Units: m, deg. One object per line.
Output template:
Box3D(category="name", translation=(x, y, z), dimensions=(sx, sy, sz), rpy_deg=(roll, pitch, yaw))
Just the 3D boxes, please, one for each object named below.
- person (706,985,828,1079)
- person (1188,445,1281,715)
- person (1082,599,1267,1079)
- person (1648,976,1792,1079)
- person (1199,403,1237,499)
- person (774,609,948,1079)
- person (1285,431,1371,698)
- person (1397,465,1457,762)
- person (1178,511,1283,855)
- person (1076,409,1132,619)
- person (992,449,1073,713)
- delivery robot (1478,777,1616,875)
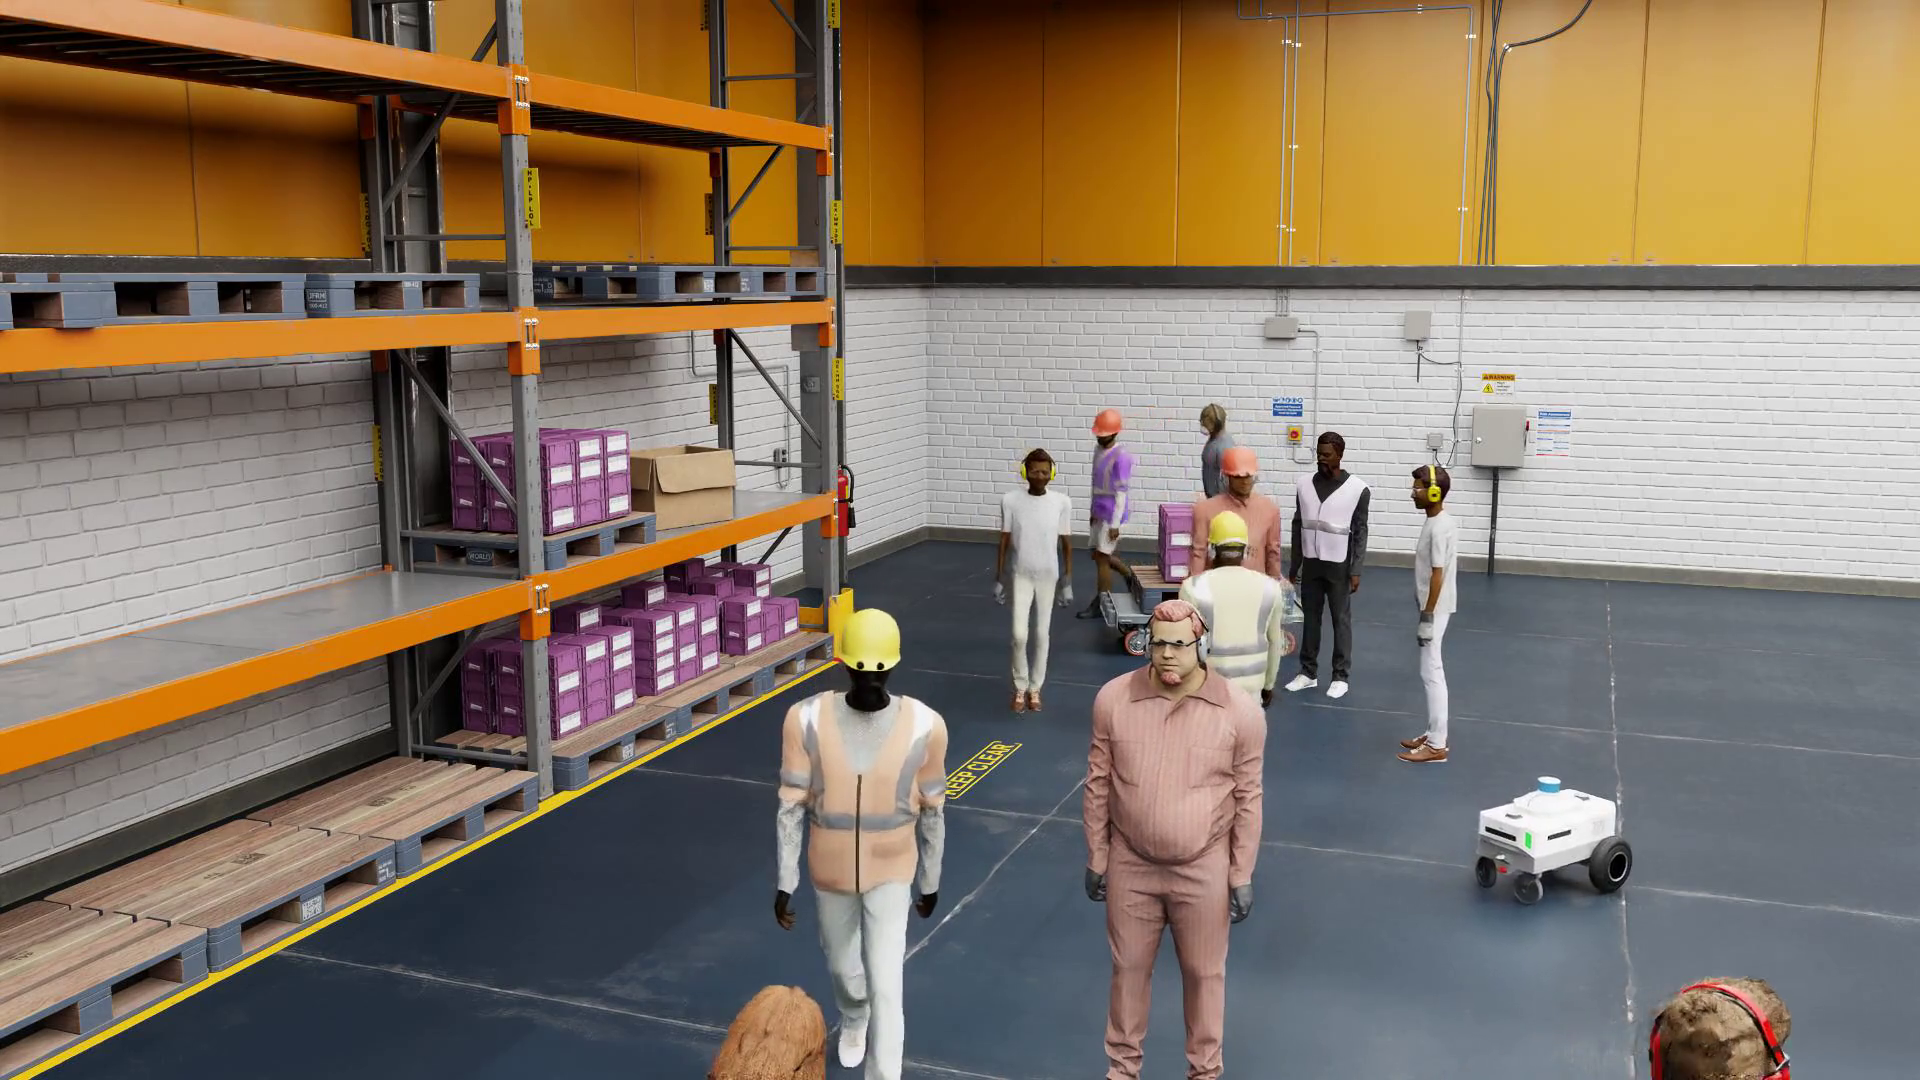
Box3D(category="person", translation=(-0.374, 1.712, 3.355), dimensions=(0.518, 1.591, 0.664), rpy_deg=(-2, 9, -14))
Box3D(category="person", translation=(1.803, 0.328, 10.987), dimensions=(0.650, 1.944, 0.980), rpy_deg=(-1, 9, -8))
Box3D(category="person", translation=(0.744, 1.151, 5.909), dimensions=(0.643, 1.908, 0.410), rpy_deg=(2, 9, 15))
Box3D(category="person", translation=(1.206, 1.668, 2.921), dimensions=(0.622, 1.826, 0.578), rpy_deg=(-6, 11, -31))
Box3D(category="person", translation=(2.373, -0.280, 14.869), dimensions=(0.562, 1.911, 0.675), rpy_deg=(0, 9, 0))
Box3D(category="person", translation=(-0.341, 1.147, 6.009), dimensions=(0.596, 1.891, 0.939), rpy_deg=(1, 9, 4))
Box3D(category="person", translation=(2.664, 0.169, 12.039), dimensions=(0.593, 1.920, 0.391), rpy_deg=(8, 12, 40))
Box3D(category="person", translation=(2.943, 0.457, 10.420), dimensions=(0.317, 1.860, 0.507), rpy_deg=(3, 9, 16))
Box3D(category="person", translation=(1.406, 0.731, 8.914), dimensions=(0.612, 1.782, 0.918), rpy_deg=(-1, 9, -8))
Box3D(category="person", translation=(1.384, -0.225, 14.641), dimensions=(0.642, 1.889, 0.586), rpy_deg=(-3, 10, -19))
Box3D(category="person", translation=(0.505, 0.291, 11.480), dimensions=(0.559, 1.849, 0.563), rpy_deg=(0, 9, -1))
Box3D(category="delivery robot", translation=(2.892, 1.414, 8.196), dimensions=(0.707, 0.478, 0.477), rpy_deg=(-6, 11, -33))
